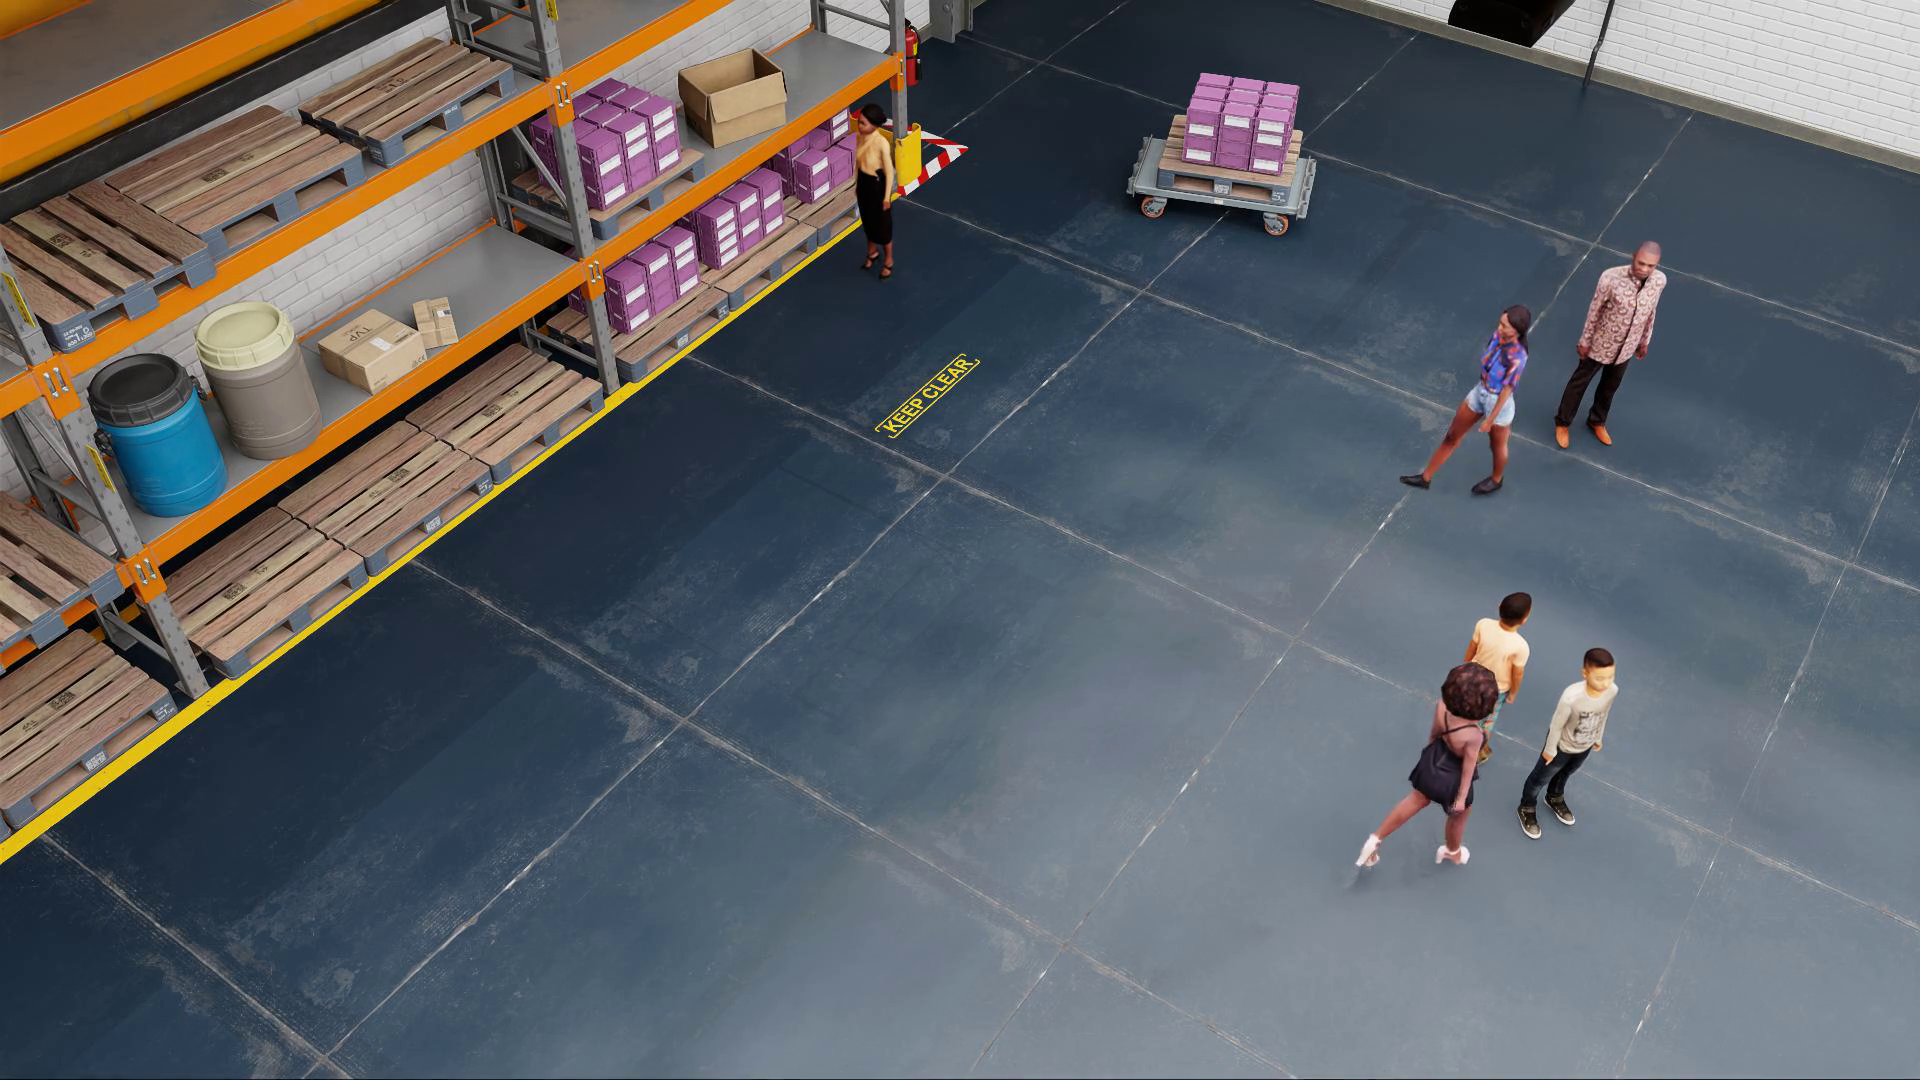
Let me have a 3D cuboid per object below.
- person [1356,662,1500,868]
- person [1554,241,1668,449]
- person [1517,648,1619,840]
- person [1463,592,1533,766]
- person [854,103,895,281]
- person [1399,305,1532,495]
[{"bbox_3d":[2.733,1.384,9.597,1.071,1.765,0.902,-17,46,-17],"label":"person"},{"bbox_3d":[4.943,-1.514,12.607,0.777,1.809,0.812,-2,44,-2],"label":"person"},{"bbox_3d":[3.677,1.194,10.013,0.607,1.465,0.696,-14,45,-15],"label":"person"},{"bbox_3d":[3.278,0.875,10.352,0.551,1.459,0.521,31,52,29],"label":"person"},{"bbox_3d":[-0.731,-2.981,14.259,0.594,1.654,0.619,-34,53,-30],"label":"person"},{"bbox_3d":[3.960,-0.985,12.122,1.125,1.712,0.984,-12,45,-13],"label":"person"}]
